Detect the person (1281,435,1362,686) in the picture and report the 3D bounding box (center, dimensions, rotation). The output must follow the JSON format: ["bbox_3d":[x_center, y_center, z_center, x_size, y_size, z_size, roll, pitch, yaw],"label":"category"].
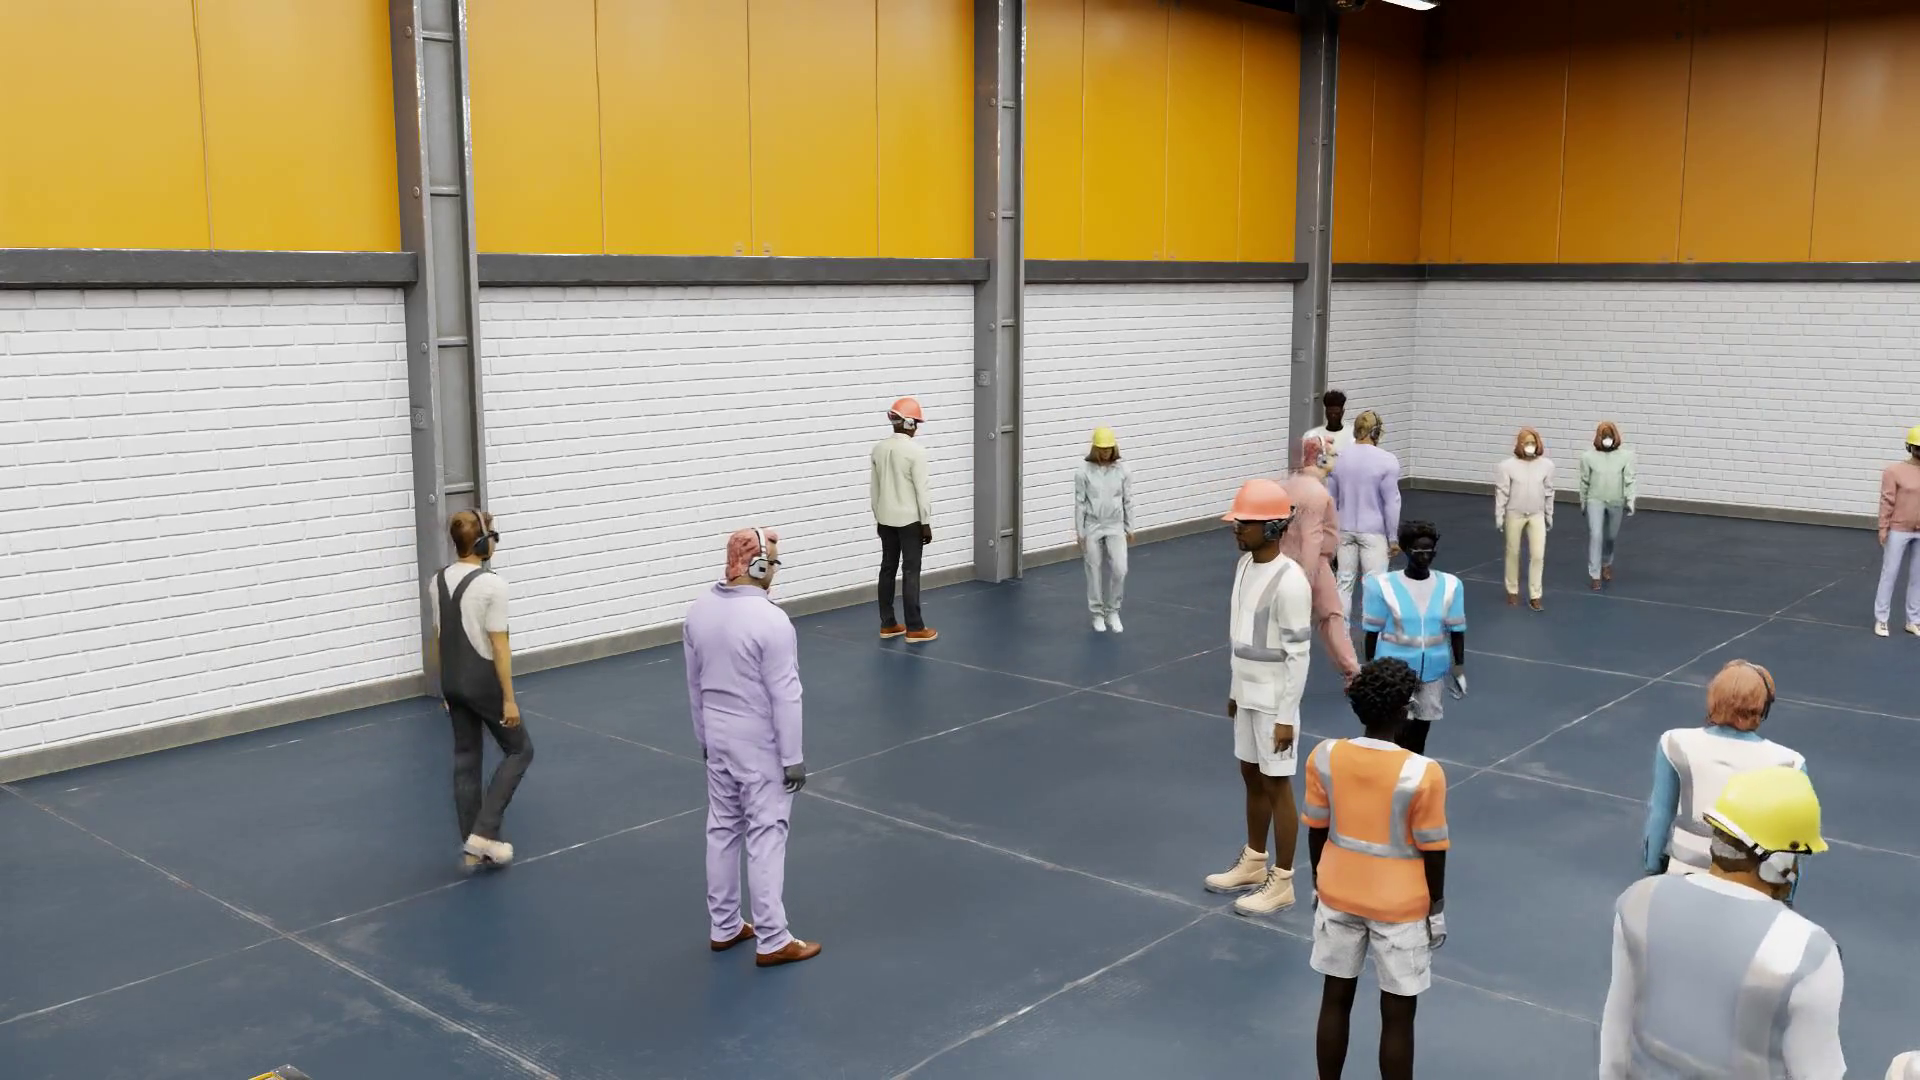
[{"bbox_3d":[2.561,0.194,11.702,0.979,1.859,0.644,-2,9,-10],"label":"person"}]

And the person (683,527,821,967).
[{"bbox_3d":[-0.893,0.888,7.227,0.637,1.901,0.403,8,12,42],"label":"person"}]

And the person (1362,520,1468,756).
[{"bbox_3d":[2.448,0.726,8.911,0.541,1.677,0.570,-1,9,-6],"label":"person"}]

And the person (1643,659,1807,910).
[{"bbox_3d":[2.697,1.233,5.913,0.524,1.619,0.588,6,11,31],"label":"person"}]

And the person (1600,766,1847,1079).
[{"bbox_3d":[1.816,1.434,4.064,0.532,1.808,0.644,-6,11,-32],"label":"person"}]

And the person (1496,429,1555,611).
[{"bbox_3d":[5.038,-0.176,14.801,0.523,1.612,0.701,1,9,7],"label":"person"}]

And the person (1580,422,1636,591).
[{"bbox_3d":[6.206,-0.357,16.006,0.497,1.594,0.847,2,9,13],"label":"person"}]

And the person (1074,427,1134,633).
[{"bbox_3d":[1.202,-0.076,13.806,0.512,1.721,0.522,-1,9,-6],"label":"person"}]

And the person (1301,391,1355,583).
[{"bbox_3d":[3.453,-0.413,15.340,0.623,1.909,1.001,2,9,11],"label":"person"}]

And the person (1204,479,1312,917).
[{"bbox_3d":[1.398,0.730,7.763,0.394,2.044,0.609,-2,9,-14],"label":"person"}]

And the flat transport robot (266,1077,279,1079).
[{"bbox_3d":[-2.123,2.021,5.205,1.431,0.197,0.652,8,12,40],"label":"flat transport robot"}]

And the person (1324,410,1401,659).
[{"bbox_3d":[3.132,-0.041,12.956,0.627,1.933,0.373,8,12,42],"label":"person"}]

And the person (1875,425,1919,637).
[{"bbox_3d":[7.819,-0.068,13.655,0.533,1.765,0.331,1,9,6],"label":"person"}]

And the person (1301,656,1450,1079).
[{"bbox_3d":[1.418,1.234,5.682,0.530,1.697,0.321,8,12,42],"label":"person"}]

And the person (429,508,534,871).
[{"bbox_3d":[-2.380,0.750,8.286,0.537,1.835,0.400,5,10,29],"label":"person"}]

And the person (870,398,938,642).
[{"bbox_3d":[-0.456,-0.163,13.560,0.609,1.984,0.398,8,12,42],"label":"person"}]

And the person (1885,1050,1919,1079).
[{"bbox_3d":[2.150,1.622,3.434,0.513,1.639,0.313,8,12,42],"label":"person"}]
